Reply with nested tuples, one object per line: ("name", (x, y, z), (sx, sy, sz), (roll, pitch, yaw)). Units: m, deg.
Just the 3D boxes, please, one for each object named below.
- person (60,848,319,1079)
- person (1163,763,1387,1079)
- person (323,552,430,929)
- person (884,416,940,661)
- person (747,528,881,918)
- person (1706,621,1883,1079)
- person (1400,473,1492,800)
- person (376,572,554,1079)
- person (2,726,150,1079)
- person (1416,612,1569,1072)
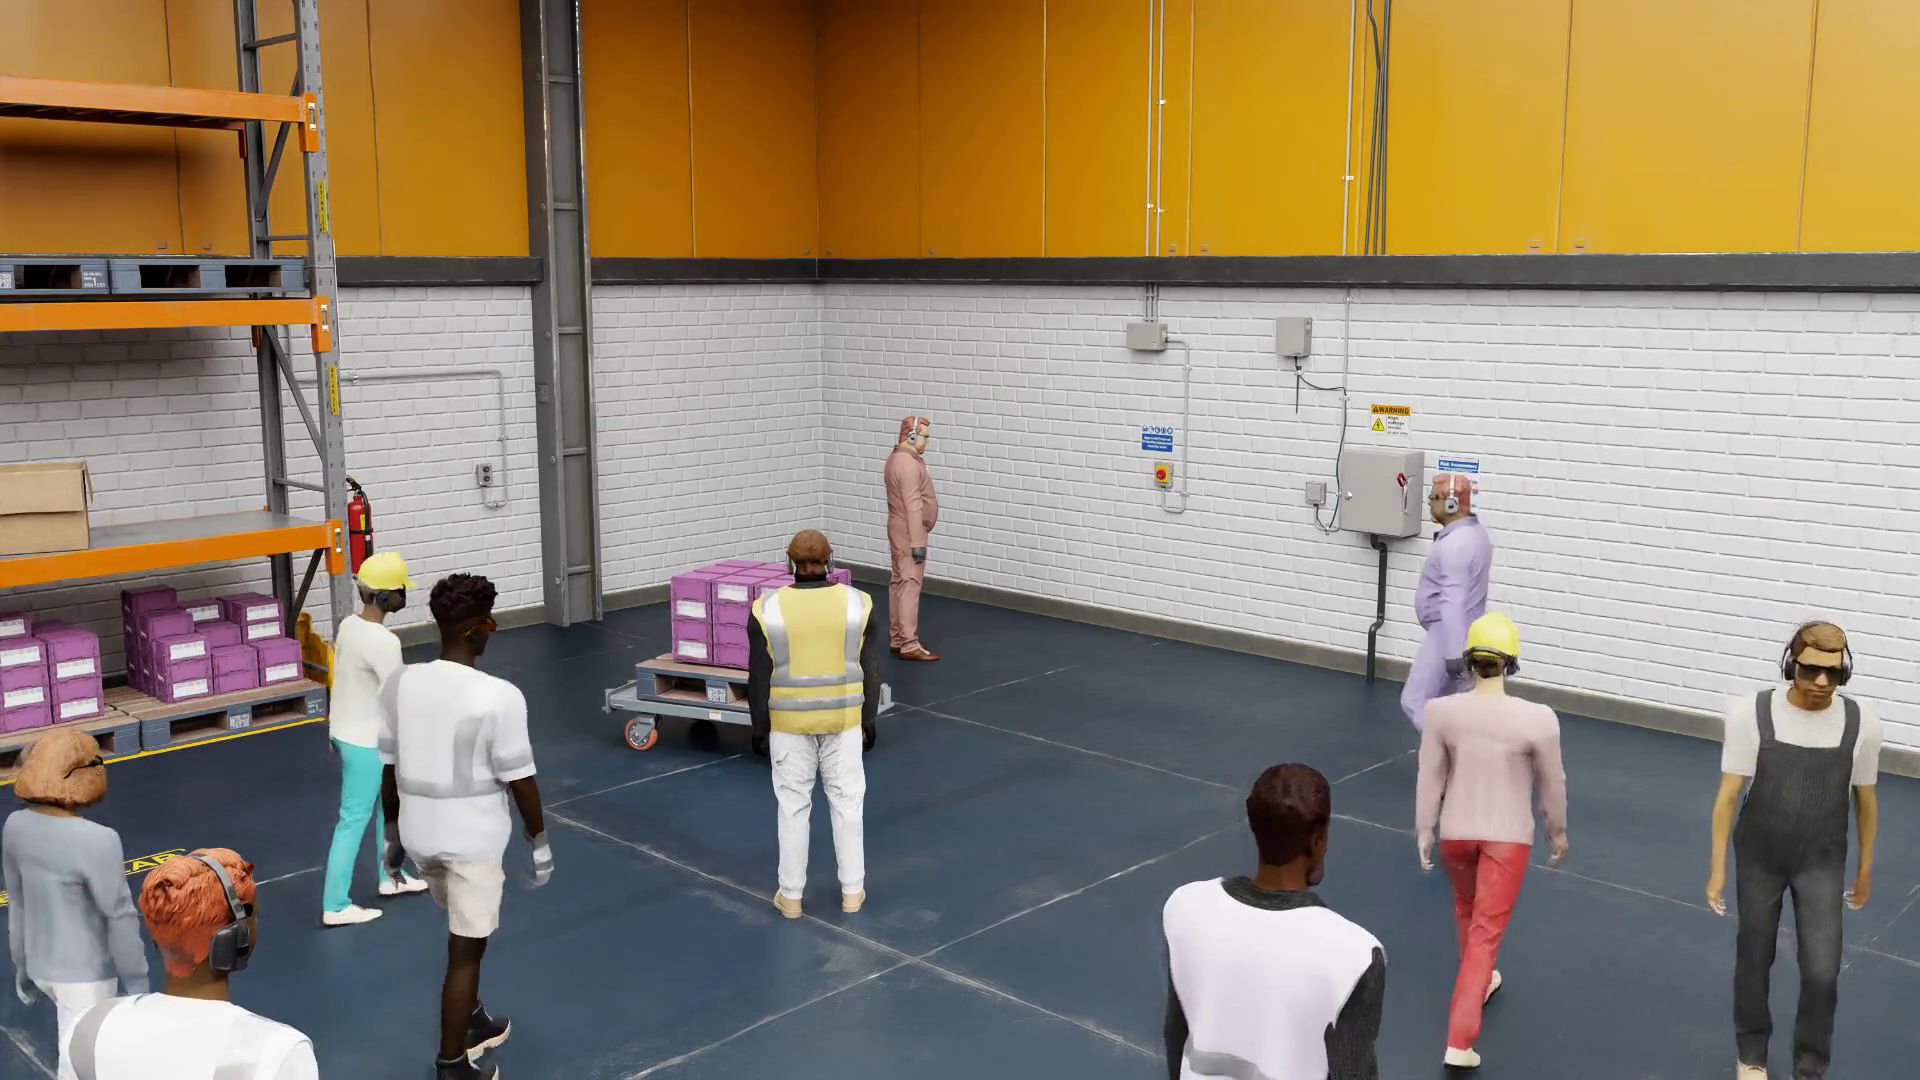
("person", (-1.516, 1.549, 3.405), (0.585, 1.882, 0.337), (2, 10, 15))
("person", (0.786, 1.444, 4.092), (0.614, 1.862, 0.987), (8, 12, 39))
("person", (-2.698, 0.916, 7.740), (0.692, 1.732, 0.531), (-7, 12, -37))
("person", (-0.369, -0.017, 12.960), (0.405, 1.902, 0.636), (-2, 10, -14))
("person", (-0.683, 0.857, 7.798), (0.621, 1.838, 0.429), (-2, 9, -11))
("person", (2.945, 1.174, 5.902), (0.548, 1.820, 0.613), (4, 10, 21))
("person", (2.771, 0.557, 9.480), (0.431, 1.893, 0.645), (6, 11, 31))
("person", (-1.791, 1.070, 6.169), (0.633, 1.936, 0.740), (4, 10, 24))
("person", (-2.844, 1.385, 5.278), (0.510, 1.599, 0.794), (5, 10, 28))
("person", (2.045, 1.137, 6.465), (0.533, 1.716, 0.948), (7, 12, 36))
